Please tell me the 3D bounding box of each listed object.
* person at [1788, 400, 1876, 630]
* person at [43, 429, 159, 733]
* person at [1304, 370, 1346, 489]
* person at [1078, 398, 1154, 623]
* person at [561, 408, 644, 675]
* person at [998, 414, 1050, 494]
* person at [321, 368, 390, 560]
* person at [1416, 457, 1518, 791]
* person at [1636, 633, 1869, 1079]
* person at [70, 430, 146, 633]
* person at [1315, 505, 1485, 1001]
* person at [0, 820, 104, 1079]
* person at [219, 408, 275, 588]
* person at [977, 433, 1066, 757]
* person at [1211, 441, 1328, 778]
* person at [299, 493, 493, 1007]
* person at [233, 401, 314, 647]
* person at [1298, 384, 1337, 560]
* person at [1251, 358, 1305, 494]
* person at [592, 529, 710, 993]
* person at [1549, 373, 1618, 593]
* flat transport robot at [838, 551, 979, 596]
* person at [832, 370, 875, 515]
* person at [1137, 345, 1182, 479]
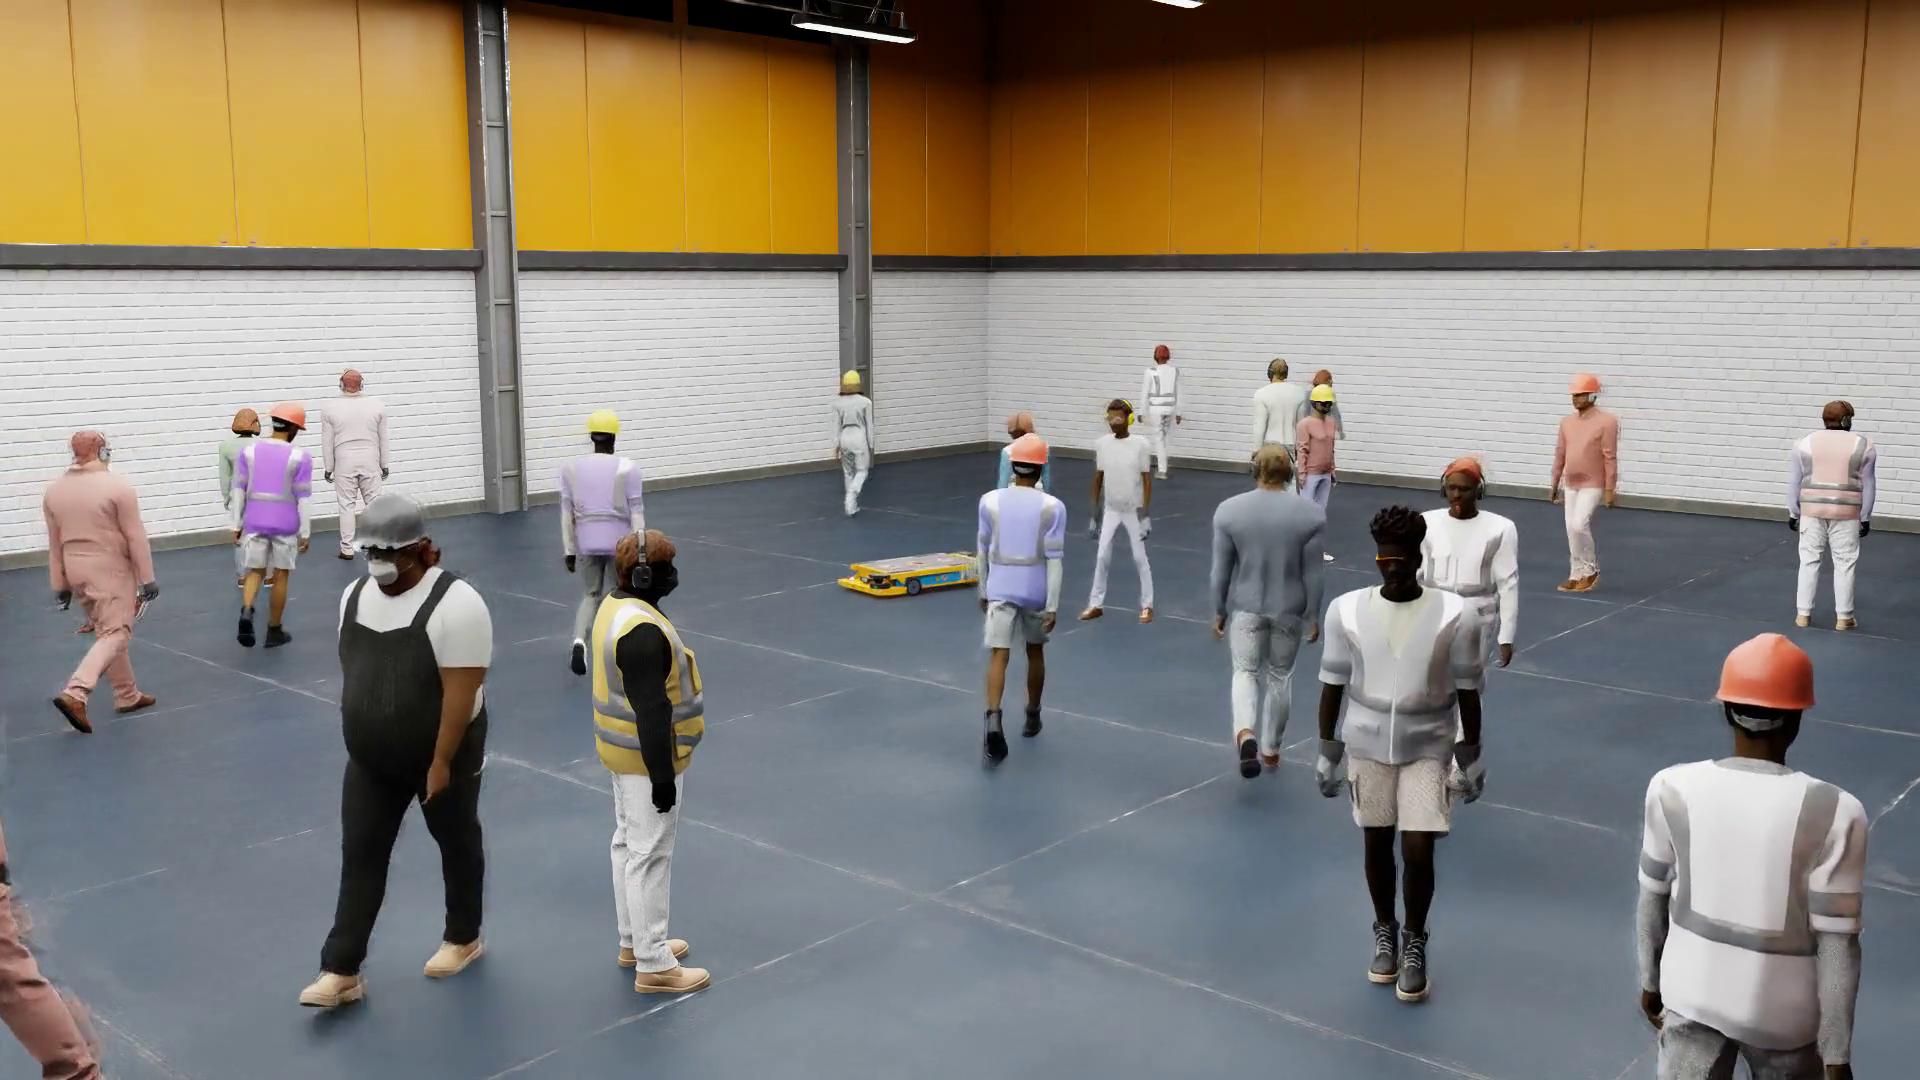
[{"bbox_3d":[6.984,-0.200,13.350,0.624,1.841,0.430,7,11,35],"label":"person"},{"bbox_3d":[-5.465,0.247,10.479,0.664,1.868,0.859,3,9,17],"label":"person"},{"bbox_3d":[4.766,-1.399,21.580,0.688,1.612,0.507,-5,10,-29],"label":"person"},{"bbox_3d":[1.319,-0.240,13.585,0.561,1.860,0.395,5,10,27],"label":"person"},{"bbox_3d":[-2.519,0.036,11.669,0.590,1.910,0.610,1,9,8],"label":"person"},{"bbox_3d":[0.570,-0.299,14.666,0.557,1.621,0.319,-5,10,-30],"label":"person"},{"bbox_3d":[-6.029,-0.756,16.617,0.649,1.911,0.409,-5,10,-28],"label":"person"},{"bbox_3d":[2.662,0.497,8.914,0.601,1.849,0.872,4,10,26],"label":"person"},{"bbox_3d":[2.108,1.187,4.430,0.575,1.898,0.900,7,12,38],"label":"person"},{"bbox_3d":[-6.838,-0.070,13.219,0.504,1.621,0.431,8,12,40],"label":"person"},{"bbox_3d":[1.706,0.833,6.508,0.649,1.943,0.602,4,10,24],"label":"person"},{"bbox_3d":[-3.320,1.071,5.344,1.034,1.848,0.639,-4,10,-25],"label":"person"},{"bbox_3d":[-6.443,-0.379,15.111,0.508,1.632,0.264,-1,9,-5],"label":"person"},{"bbox_3d":[0.351,0.319,9.915,0.547,1.903,0.936,1,9,9],"label":"person"},{"bbox_3d":[1.719,0.405,9.307,0.633,1.919,0.738,2,9,11],"label":"person"},{"bbox_3d":[-2.186,0.799,6.440,0.685,2.000,0.938,2,9,14],"label":"person"},{"bbox_3d":[-5.184,-0.094,12.535,0.620,1.887,0.673,0,9,-3],"label":"person"},{"bbox_3d":[3.537,-0.651,16.409,0.533,1.767,0.325,-7,11,-37],"label":"person"},{"bbox_3d":[3.450,-1.009,18.113,0.629,1.940,0.376,-4,10,-23],"label":"person"},{"bbox_3d":[-1.234,0.868,6.634,0.429,1.844,0.626,-4,10,-22],"label":"person"},{"bbox_3d":[5.500,-0.493,14.754,0.457,1.972,0.647,-4,10,-26],"label":"person"},{"bbox_3d":[-0.336,0.296,15.135,1.431,0.197,0.652,-7,11,-36],"label":"flat transport robot"},{"bbox_3d":[-1.273,-1.131,19.554,0.492,1.722,0.641,2,9,14],"label":"person"},{"bbox_3d":[2.766,-1.799,23.341,0.580,1.861,0.717,-4,10,-24],"label":"person"}]
